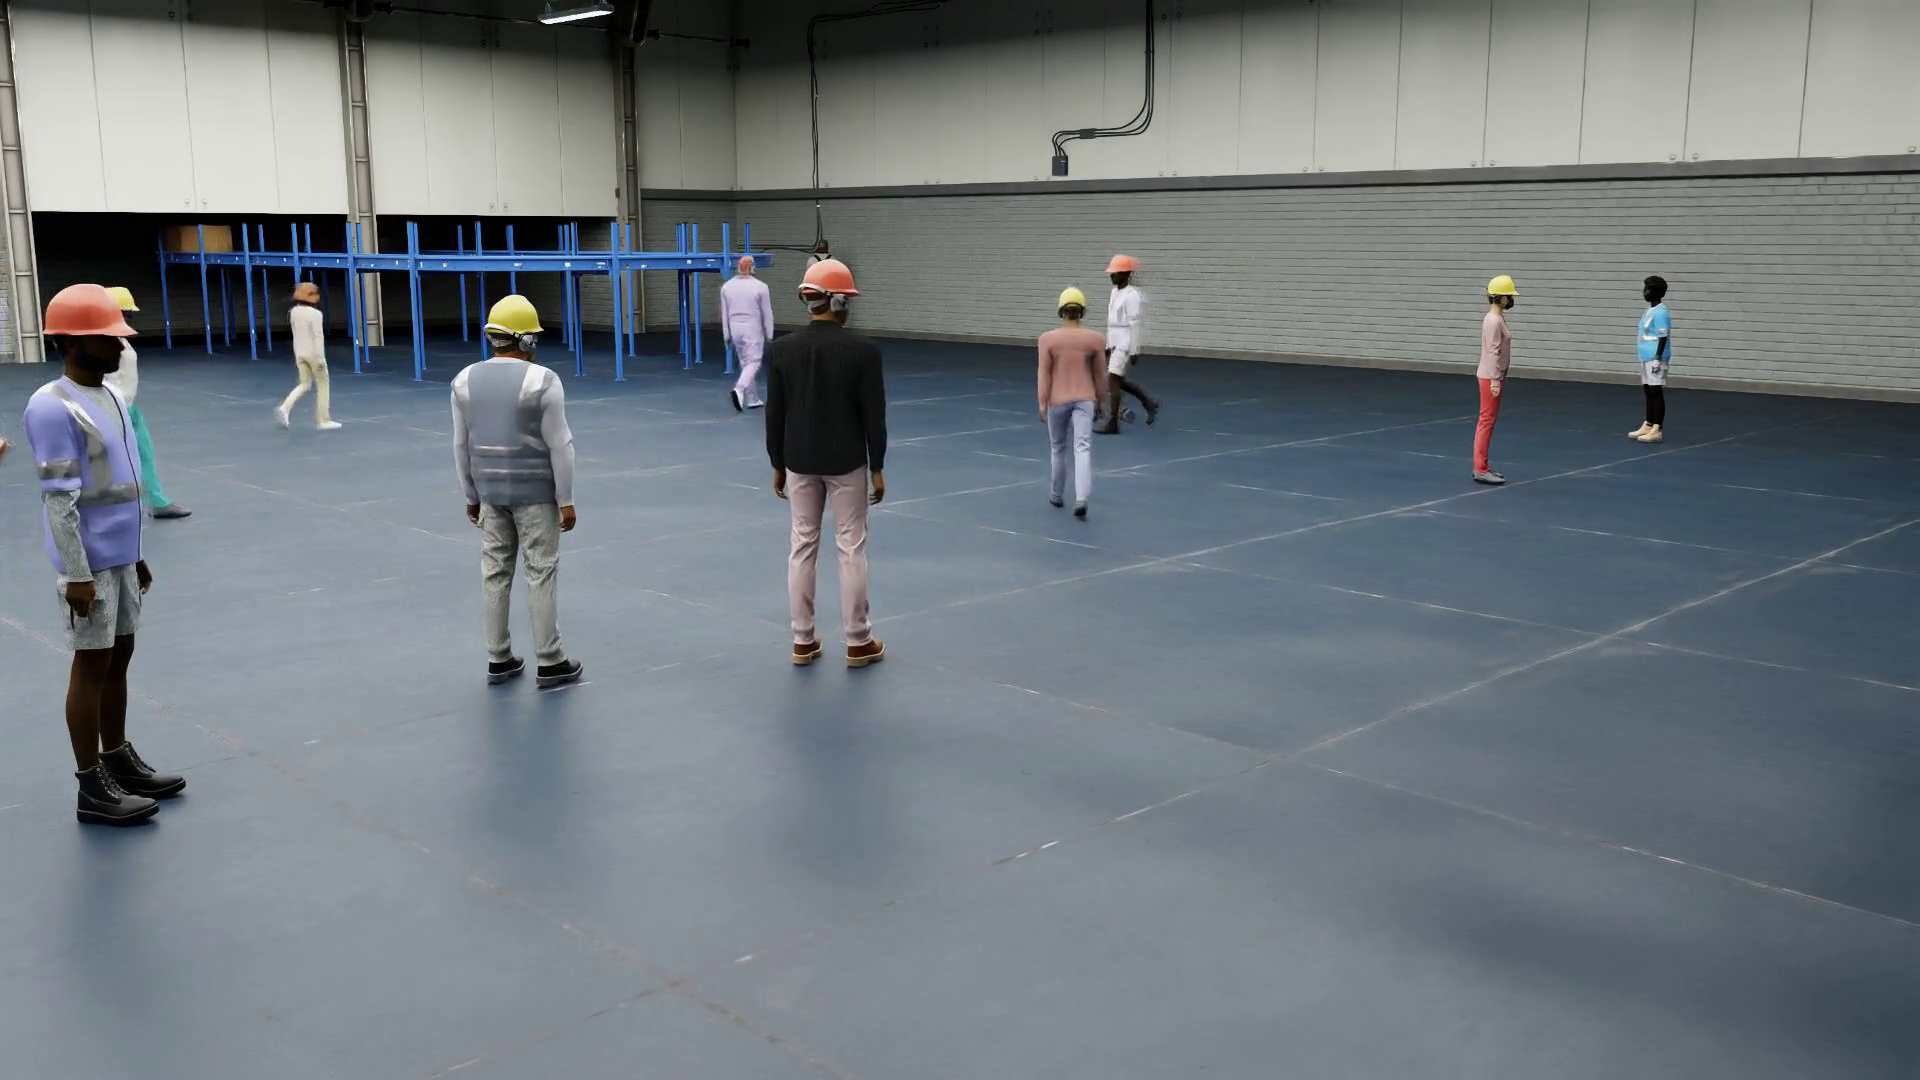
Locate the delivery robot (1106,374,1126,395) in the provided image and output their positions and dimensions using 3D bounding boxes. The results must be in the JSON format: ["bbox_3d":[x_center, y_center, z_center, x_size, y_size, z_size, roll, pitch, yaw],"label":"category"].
[{"bbox_3d":[1.648,-1.783,18.958,0.698,0.223,0.335,-2,11,-8],"label":"delivery robot"}]

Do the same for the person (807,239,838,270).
[{"bbox_3d":[-2.879,-5.303,35.061,0.678,2.000,0.537,-1,10,-6],"label":"person"}]

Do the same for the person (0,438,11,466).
[{"bbox_3d":[-8.691,-1.478,14.417,0.629,1.920,0.518,6,12,30],"label":"person"}]

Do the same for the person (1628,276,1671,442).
[{"bbox_3d":[7.133,-1.864,17.120,0.321,1.699,0.536,1,10,8],"label":"person"}]

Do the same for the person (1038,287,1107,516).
[{"bbox_3d":[0.860,-1.061,12.697,0.542,1.720,0.918,-1,10,-4],"label":"person"}]

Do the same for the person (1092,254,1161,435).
[{"bbox_3d":[1.800,-2.106,17.863,0.764,1.918,0.557,-3,11,-14],"label":"person"}]

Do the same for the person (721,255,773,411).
[{"bbox_3d":[-2.591,-2.512,20.188,0.648,1.875,0.855,4,11,22],"label":"person"}]

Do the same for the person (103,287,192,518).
[{"bbox_3d":[-6.190,-0.996,12.286,0.740,1.738,0.542,-3,11,-16],"label":"person"}]

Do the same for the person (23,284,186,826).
[{"bbox_3d":[-3.109,0.047,6.055,0.361,1.938,0.545,-1,10,-5],"label":"person"}]

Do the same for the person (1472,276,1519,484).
[{"bbox_3d":[4.606,-1.380,14.303,0.312,1.767,0.533,3,11,16],"label":"person"}]

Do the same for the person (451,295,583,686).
[{"bbox_3d":[-2.074,-0.231,7.851,0.601,1.831,0.404,3,11,17],"label":"person"}]

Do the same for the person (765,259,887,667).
[{"bbox_3d":[-0.650,-0.376,8.213,0.612,1.991,0.392,3,11,15],"label":"person"}]

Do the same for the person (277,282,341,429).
[{"bbox_3d":[-7.094,-1.987,18.026,0.508,1.608,0.654,6,12,30],"label":"person"}]
